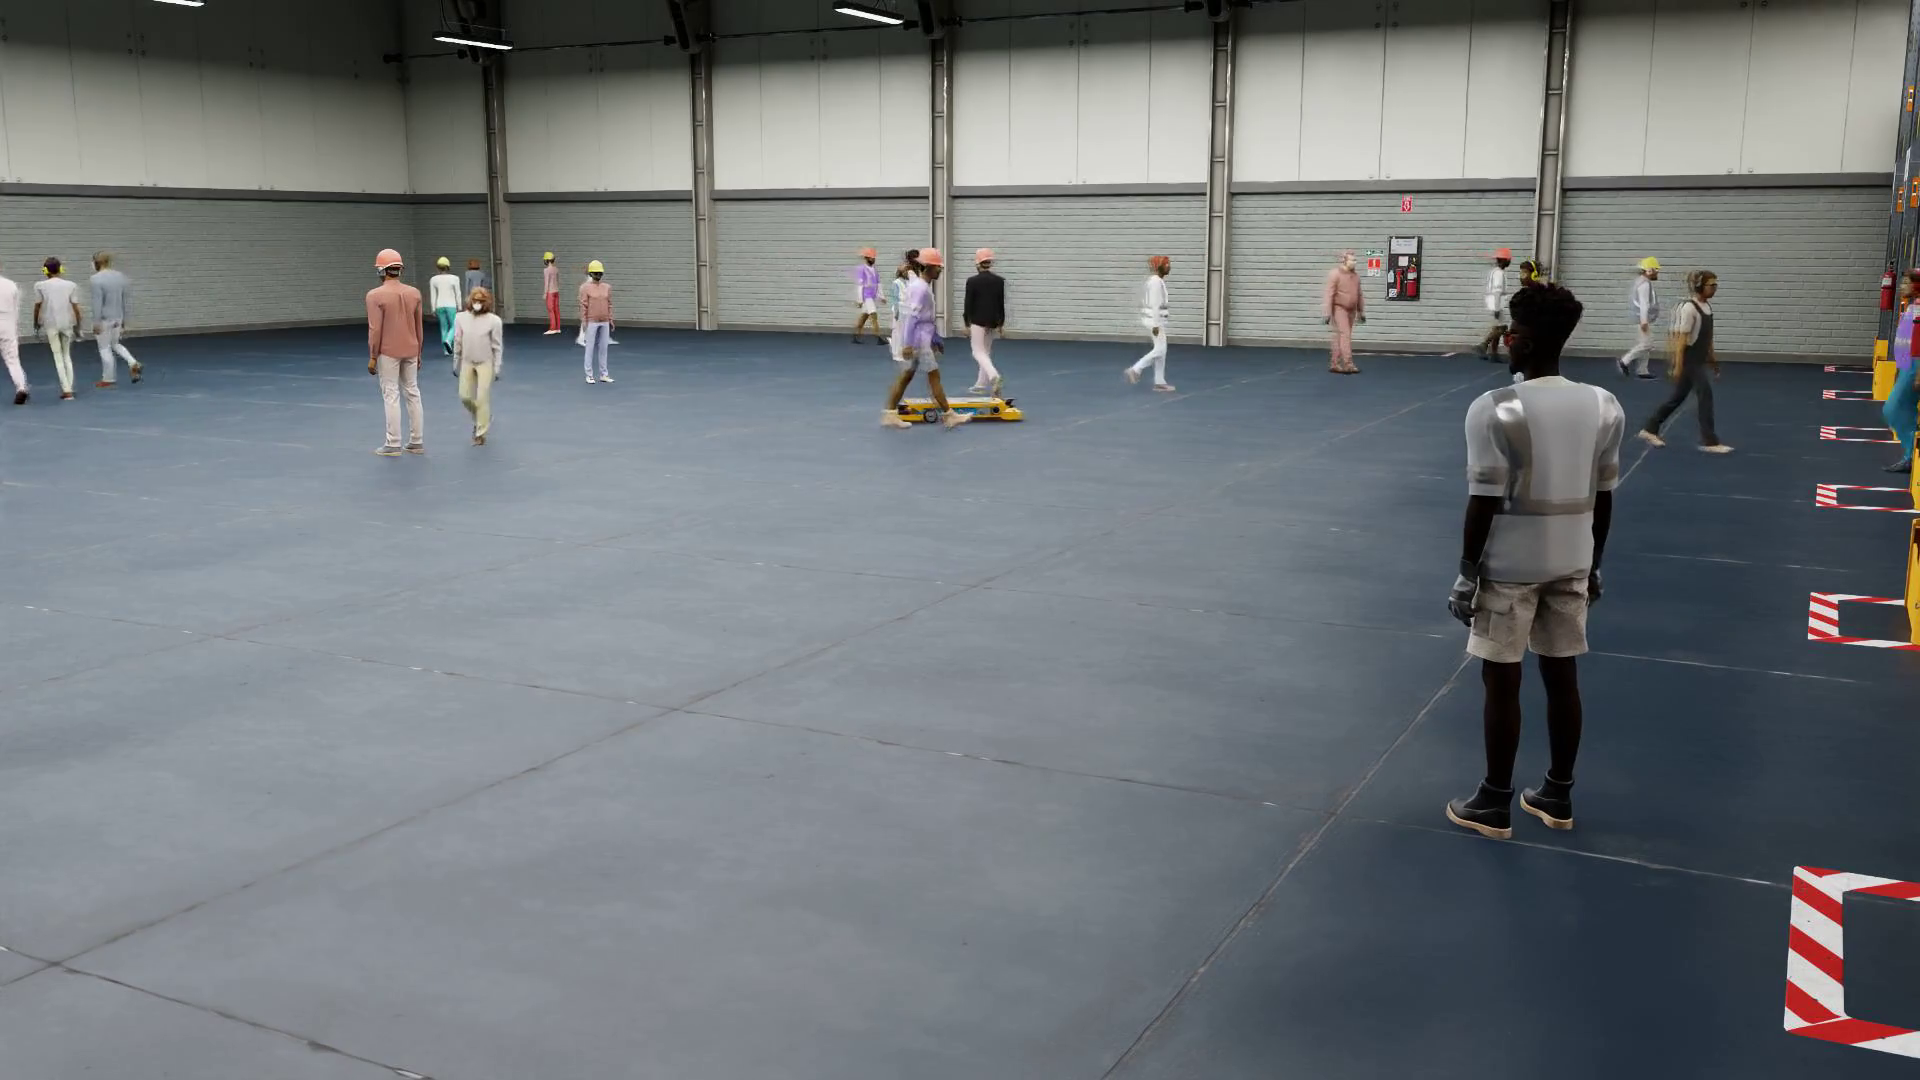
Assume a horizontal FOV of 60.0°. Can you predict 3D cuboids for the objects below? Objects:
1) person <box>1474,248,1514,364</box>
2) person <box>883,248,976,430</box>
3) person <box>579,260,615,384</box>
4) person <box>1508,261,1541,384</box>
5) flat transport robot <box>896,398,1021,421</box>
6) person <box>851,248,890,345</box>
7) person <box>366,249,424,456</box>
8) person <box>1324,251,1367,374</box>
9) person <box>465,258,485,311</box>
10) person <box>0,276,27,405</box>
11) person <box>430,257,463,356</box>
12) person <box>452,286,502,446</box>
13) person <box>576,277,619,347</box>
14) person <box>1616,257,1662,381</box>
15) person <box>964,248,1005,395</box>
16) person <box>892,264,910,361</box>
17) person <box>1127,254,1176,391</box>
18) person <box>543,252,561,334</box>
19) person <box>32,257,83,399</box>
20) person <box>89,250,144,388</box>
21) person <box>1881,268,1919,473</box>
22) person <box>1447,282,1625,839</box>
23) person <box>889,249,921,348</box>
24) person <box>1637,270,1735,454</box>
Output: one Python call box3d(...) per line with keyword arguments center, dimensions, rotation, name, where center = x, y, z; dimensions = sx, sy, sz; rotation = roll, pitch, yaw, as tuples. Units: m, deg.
box3d(center=(8.919, -3.883, 27.622), dimensions=(0.488, 1.921, 0.569), rotation=(3, 11, 17), name="person")
box3d(center=(-0.365, -2.187, 18.219), dimensions=(1.050, 1.978, 0.651), rotation=(0, 10, -2), name="person")
box3d(center=(-5.232, -3.145, 24.035), dimensions=(0.535, 1.767, 0.316), rotation=(-10, 14, -43), name="person")
box3d(center=(6.215, -2.130, 18.257), dimensions=(0.583, 1.846, 0.573), rotation=(-2, 11, -9), name="person")
box3d(center=(-0.053, -1.523, 19.265), dimensions=(1.431, 0.197, 0.652), rotation=(-1, 10, -7), name="flat transport robot")
box3d(center=(-1.749, -4.734, 32.385), dimensions=(0.985, 1.891, 0.566), rotation=(5, 12, 27), name="person")
box3d(center=(-5.477, -1.811, 16.132), dimensions=(0.382, 1.995, 0.612), rotation=(7, 12, 33), name="person")
box3d(center=(6.007, -3.476, 25.520), dimensions=(0.680, 1.872, 0.864), rotation=(-8, 13, -36), name="person")
box3d(center=(-10.594, -5.325, 36.299), dimensions=(0.354, 1.618, 0.532), rotation=(9, 14, 42), name="person")
box3d(center=(-12.156, -2.639, 20.993), dimensions=(0.922, 1.869, 0.625), rotation=(9, 14, 40), name="person")
box3d(center=(-9.062, -4.106, 29.301), dimensions=(0.540, 1.751, 0.531), rotation=(1, 10, 3), name="person")
box3d(center=(-4.894, -1.770, 16.913), dimensions=(0.527, 1.615, 0.390), rotation=(1, 10, 3), name="person")
box3d(center=(-7.029, -4.519, 32.005), dimensions=(0.876, 1.592, 0.515), rotation=(-6, 12, -30), name="person")
box3d(center=(9.994, -3.236, 24.378), dimensions=(0.507, 1.818, 0.613), rotation=(4, 11, 21), name="person")
box3d(center=(0.356, -2.893, 22.111), dimensions=(0.622, 1.972, 0.815), rotation=(-7, 12, -32), name="person")
box3d(center=(-0.994, -3.866, 28.307), dimensions=(0.315, 1.640, 0.514), rotation=(5, 11, 24), name="person")
box3d(center=(2.651, -2.959, 22.728), dimensions=(0.569, 1.869, 0.605), rotation=(3, 11, 14), name="person")
box3d(center=(-8.838, -5.327, 35.924), dimensions=(0.305, 1.772, 0.525), rotation=(3, 11, 16), name="person")
box3d(center=(-11.829, -2.765, 21.759), dimensions=(0.735, 1.835, 0.493), rotation=(9, 14, 42), name="person")
box3d(center=(-11.832, -3.069, 23.188), dimensions=(0.614, 1.925, 0.645), rotation=(2, 11, 9), name="person")
box3d(center=(8.483, -1.497, 14.846), dimensions=(0.454, 1.831, 0.601), rotation=(4, 11, 19), name="person")
box3d(center=(2.021, 0.081, 5.892), dimensions=(0.613, 1.966, 0.361), rotation=(-3, 11, -17), name="person")
box3d(center=(-0.914, -4.140, 29.138), dimensions=(0.760, 1.893, 0.594), rotation=(4, 11, 23), name="person")
box3d(center=(7.222, -1.773, 16.495), dimensions=(0.958, 1.807, 0.513), rotation=(8, 13, 38), name="person")
